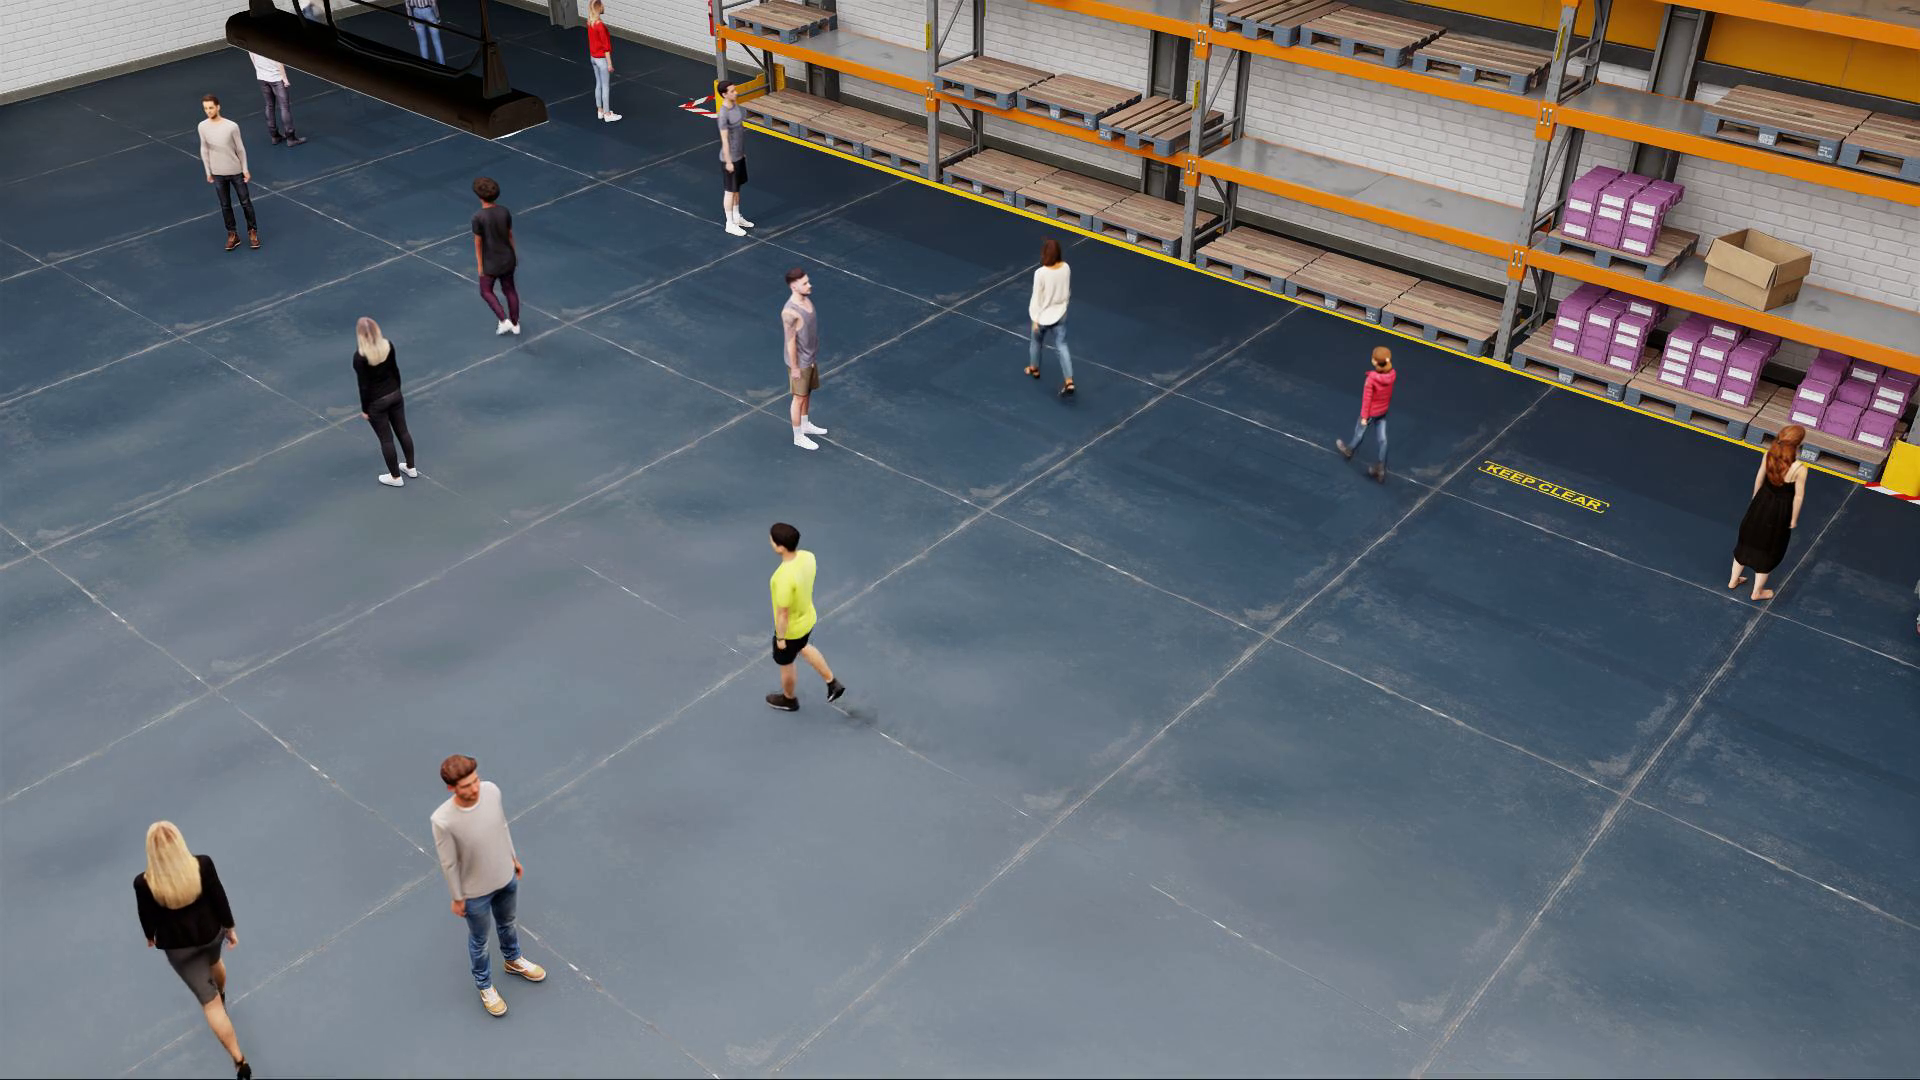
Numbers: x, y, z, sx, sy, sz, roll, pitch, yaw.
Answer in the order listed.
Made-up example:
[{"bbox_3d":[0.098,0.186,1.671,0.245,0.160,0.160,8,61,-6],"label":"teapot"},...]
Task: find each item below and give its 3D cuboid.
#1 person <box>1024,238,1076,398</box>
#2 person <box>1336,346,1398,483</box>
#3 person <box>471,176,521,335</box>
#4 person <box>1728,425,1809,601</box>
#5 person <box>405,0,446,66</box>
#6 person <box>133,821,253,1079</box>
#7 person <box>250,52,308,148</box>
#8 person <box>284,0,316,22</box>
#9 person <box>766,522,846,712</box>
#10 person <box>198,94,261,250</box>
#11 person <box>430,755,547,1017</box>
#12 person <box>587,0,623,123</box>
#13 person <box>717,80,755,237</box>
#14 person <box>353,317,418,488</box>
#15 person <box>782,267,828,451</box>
[{"bbox_3d":[0.962,-2.209,16.725,0.889,1.642,1.164,-17,37,-24],"label":"person"},{"bbox_3d":[3.903,-1.150,15.453,0.764,1.285,0.964,-15,36,-21],"label":"person"},{"bbox_3d":[-4.922,-2.994,17.788,0.643,1.772,0.659,29,43,36],"label":"person"},{"bbox_3d":[6.716,-0.242,13.781,0.688,1.625,0.589,-20,39,-28],"label":"person"},{"bbox_3d":[-8.044,-7.805,25.005,0.692,1.795,0.741,-5,34,-7],"label":"person"},{"bbox_3d":[-4.394,2.425,9.623,0.736,1.786,1.189,-25,41,-32],"label":"person"},{"bbox_3d":[-9.413,-6.307,22.719,0.624,1.832,0.777,14,36,20],"label":"person"},{"bbox_3d":[-10.198,-8.248,25.800,0.840,1.653,1.154,-19,38,-26],"label":"person"},{"bbox_3d":[-1.174,0.599,12.449,0.940,1.698,0.771,14,36,21],"label":"person"},{"bbox_3d":[-8.721,-4.395,19.809,0.740,1.868,0.783,-5,34,-8],"label":"person"},{"bbox_3d":[-2.895,2.043,10.091,0.596,1.904,0.685,21,39,28],"label":"person"},{"bbox_3d":[-5.093,-6.809,23.589,0.714,1.704,0.494,-25,41,-32],"label":"person"},{"bbox_3d":[-2.781,-4.676,20.229,0.703,1.871,0.731,10,35,14],"label":"person"},{"bbox_3d":[-5.290,-1.274,15.278,0.559,1.686,0.624,20,39,28],"label":"person"},{"bbox_3d":[-1.516,-1.760,15.928,0.727,1.846,0.717,8,34,11],"label":"person"}]
